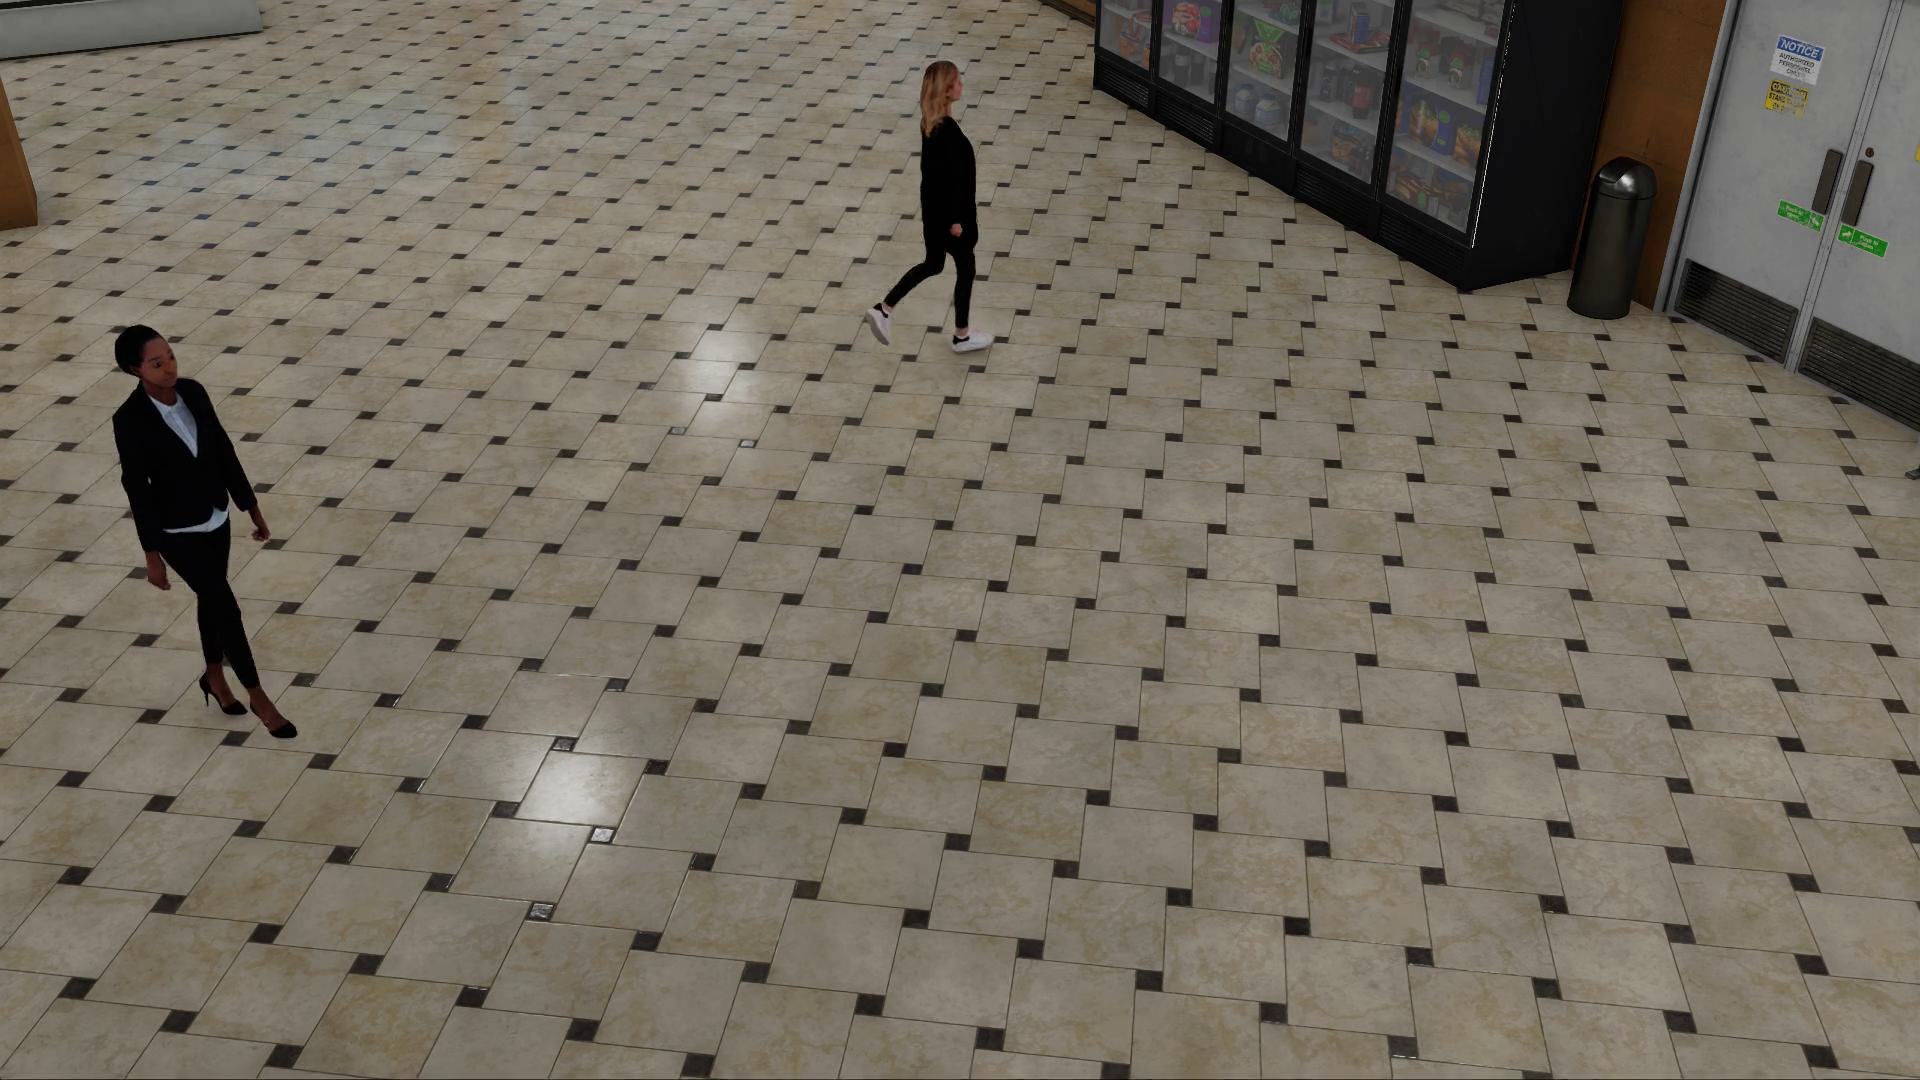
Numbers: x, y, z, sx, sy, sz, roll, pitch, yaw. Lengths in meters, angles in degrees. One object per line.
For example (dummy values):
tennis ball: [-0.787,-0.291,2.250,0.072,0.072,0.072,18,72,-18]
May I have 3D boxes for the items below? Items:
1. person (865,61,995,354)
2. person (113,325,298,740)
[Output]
person: [-0.167,-1.885,9.735,1.015,1.784,0.600,-13,34,-20]
person: [-3.155,-0.029,6.718,0.938,1.820,0.880,12,34,18]
